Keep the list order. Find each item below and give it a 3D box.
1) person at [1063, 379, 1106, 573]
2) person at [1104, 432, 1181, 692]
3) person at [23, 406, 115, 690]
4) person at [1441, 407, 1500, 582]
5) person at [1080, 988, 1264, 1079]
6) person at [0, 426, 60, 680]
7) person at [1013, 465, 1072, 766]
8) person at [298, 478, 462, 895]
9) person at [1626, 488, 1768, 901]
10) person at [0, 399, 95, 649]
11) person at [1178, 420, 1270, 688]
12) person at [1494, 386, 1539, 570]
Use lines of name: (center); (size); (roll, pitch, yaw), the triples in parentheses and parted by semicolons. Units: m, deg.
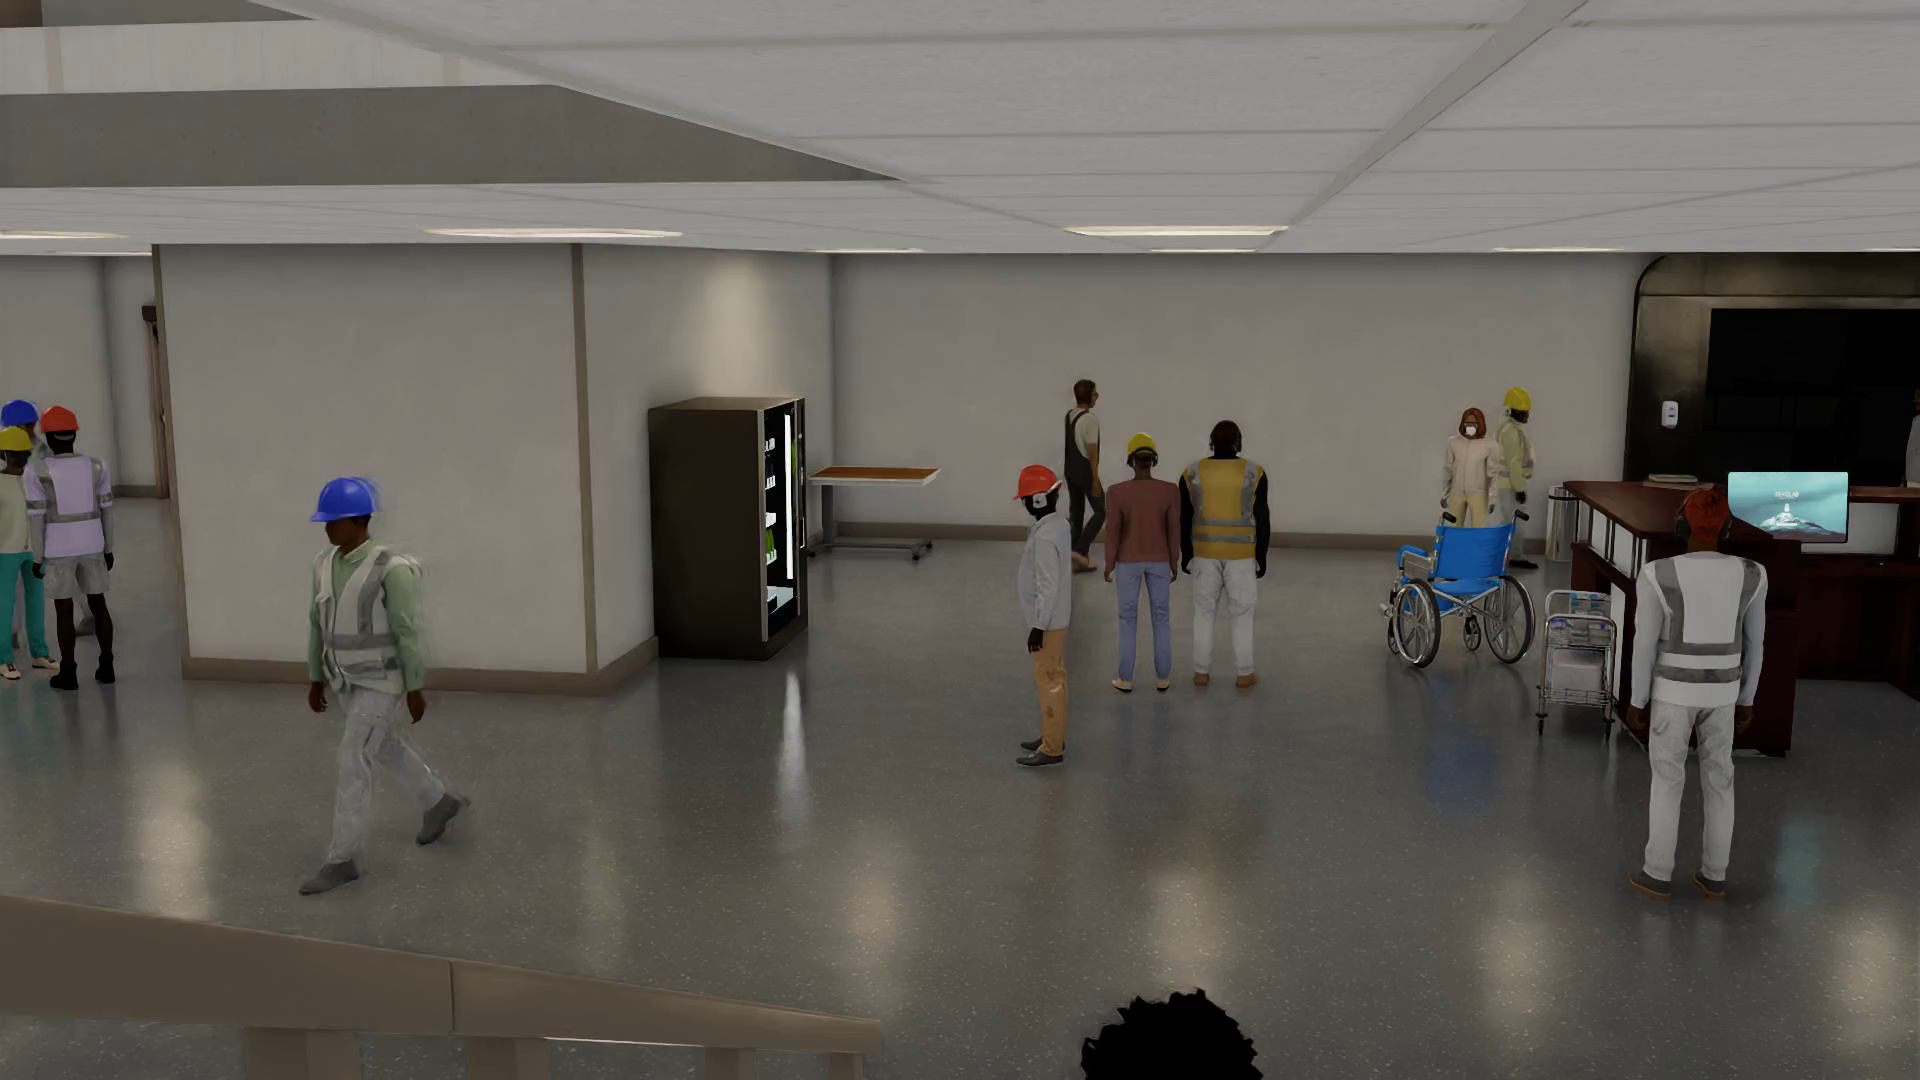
person: (1.175, -0.589, 15.598); (0.400, 1.835, 0.537); (-6, 11, -32)
person: (1.228, 0.155, 11.250); (0.523, 1.764, 0.323); (-1, 9, -4)
person: (-6.055, 0.053, 11.334); (0.356, 1.938, 0.544); (9, 13, 43)
person: (4.594, -0.384, 14.999); (0.506, 1.627, 0.288); (7, 11, 36)
person: (0.276, 1.525, 2.223); (0.617, 1.955, 0.371); (6, 11, 31)
person: (-6.590, 0.079, 11.696); (0.330, 1.768, 0.526); (5, 11, 29)
person: (0.469, 0.432, 9.593); (0.339, 1.741, 0.563); (2, 9, 10)
person: (-2.784, 0.631, 7.932); (0.633, 1.912, 0.983); (6, 11, 32)
person: (3.303, 0.702, 7.501); (0.576, 1.882, 0.355); (0, 9, 2)
person: (-6.994, -0.132, 12.647); (0.597, 1.896, 0.992); (3, 10, 18)
person: (1.806, 0.099, 11.369); (0.621, 1.838, 0.429); (3, 10, 16)
person: (5.155, -0.559, 15.615); (0.581, 1.786, 0.625); (3, 10, 16)
